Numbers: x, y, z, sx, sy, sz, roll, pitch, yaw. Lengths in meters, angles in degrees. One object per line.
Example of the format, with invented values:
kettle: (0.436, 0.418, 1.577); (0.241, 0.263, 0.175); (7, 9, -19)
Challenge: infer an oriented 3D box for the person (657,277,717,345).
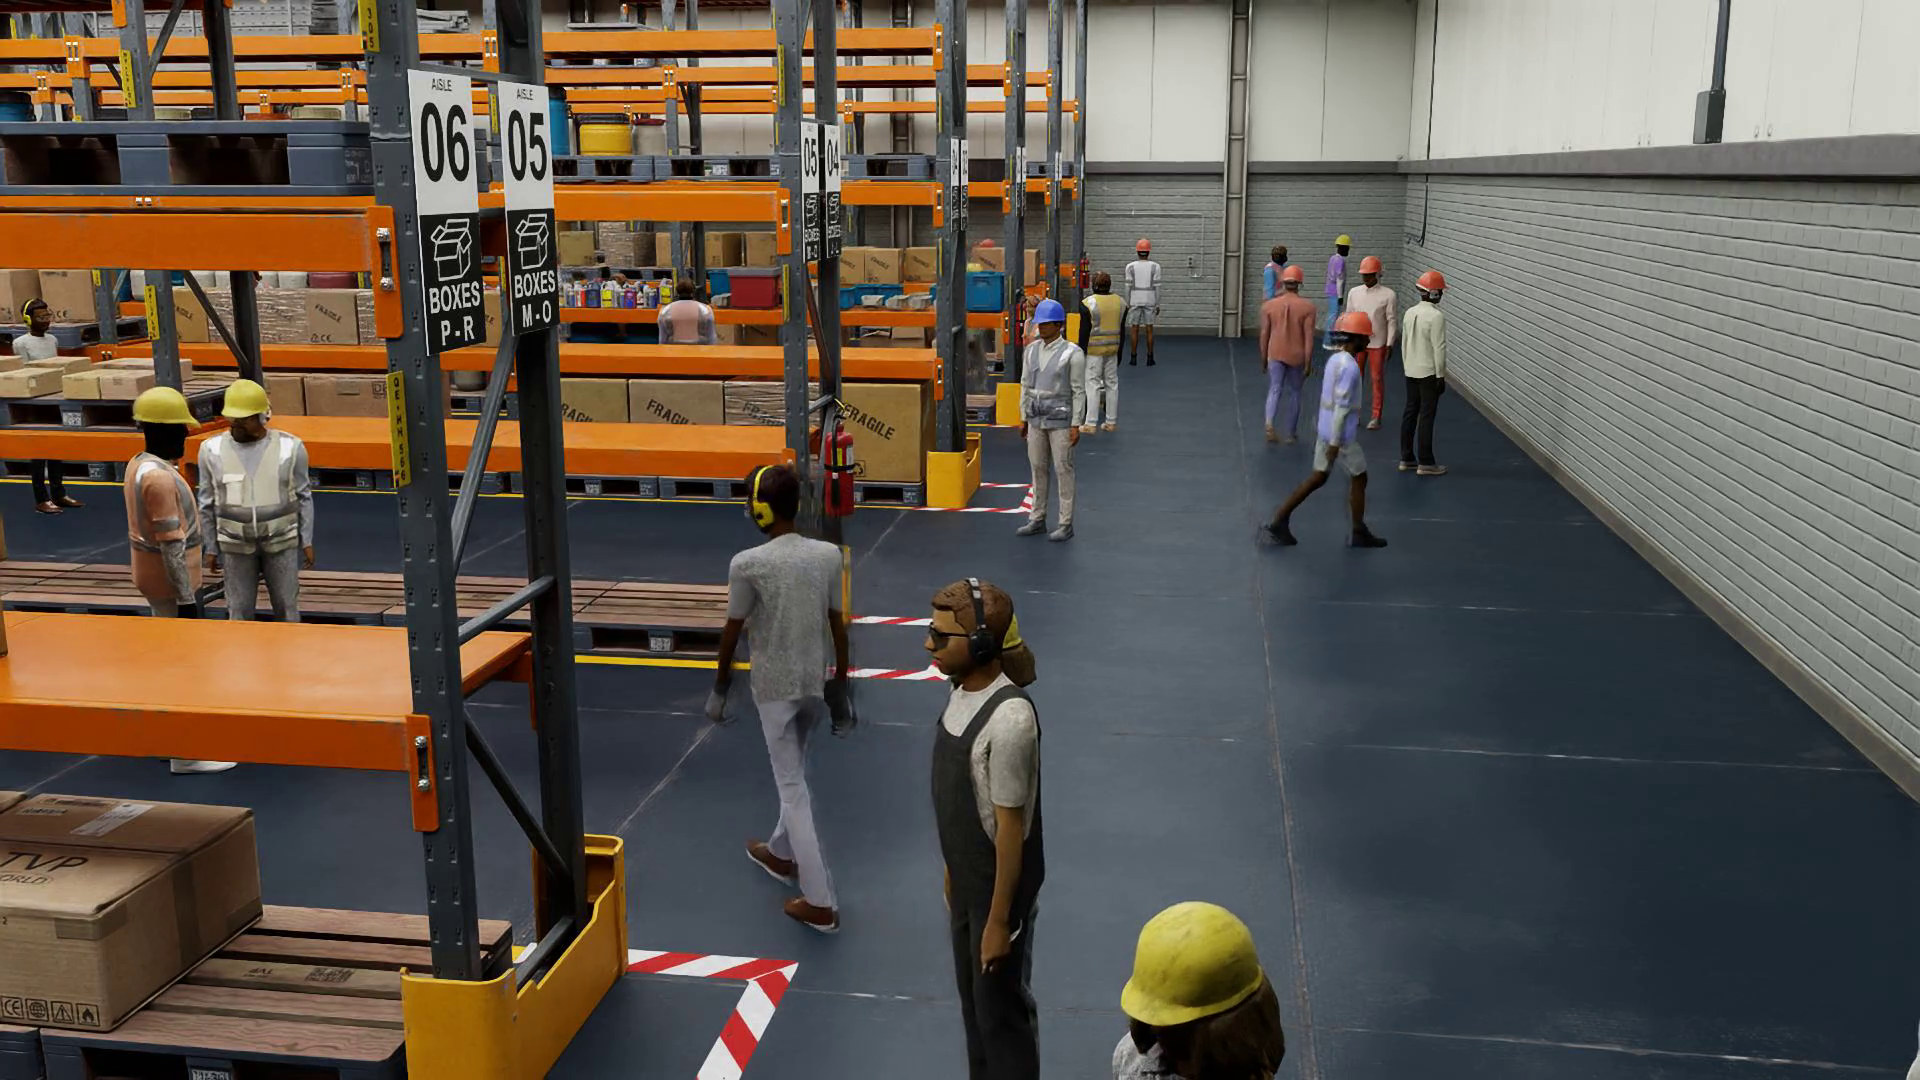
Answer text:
person: (-2.905, -1.887, 17.848); (0.622, 1.843, 0.429); (0, 12, -2)

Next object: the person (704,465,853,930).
person: (-0.758, 0.599, 6.681); (0.483, 1.823, 0.877); (-11, 17, -41)

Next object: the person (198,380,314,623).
person: (-3.933, 0.005, 9.343); (0.591, 1.824, 0.404); (-4, 13, -19)

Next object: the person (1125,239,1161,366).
person: (2.812, -3.652, 25.581); (0.548, 1.942, 0.347); (2, 13, 8)

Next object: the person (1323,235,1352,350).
person: (6.340, -4.141, 27.874); (0.421, 1.914, 0.602); (1, 13, 5)

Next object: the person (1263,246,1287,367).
person: (4.852, -3.567, 25.430); (0.429, 1.845, 0.621); (7, 14, 29)

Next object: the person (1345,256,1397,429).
person: (4.737, -2.289, 19.317); (0.623, 1.989, 0.400); (9, 15, 36)

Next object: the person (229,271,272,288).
person: (-8.014, -2.209, 18.846); (0.674, 2.000, 0.535); (-4, 13, -15)

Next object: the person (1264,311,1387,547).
person: (2.898, -0.858, 13.119); (0.952, 1.892, 0.545); (-1, 13, -6)

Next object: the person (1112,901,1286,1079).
person: (0.402, 1.456, 2.982); (0.302, 1.741, 0.485); (-10, 16, -38)

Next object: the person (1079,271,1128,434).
person: (1.593, -2.134, 18.960); (0.633, 1.843, 0.429); (-7, 15, -30)

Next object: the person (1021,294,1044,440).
person: (0.857, -1.889, 18.338); (0.313, 1.631, 0.525); (-7, 14, -30)

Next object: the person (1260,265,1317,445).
person: (3.540, -1.997, 18.085); (0.610, 1.968, 0.858); (6, 14, 24)

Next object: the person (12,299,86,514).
person: (-7.978, -1.168, 14.532); (0.319, 1.870, 0.532); (2, 13, 7)

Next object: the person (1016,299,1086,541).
person: (0.730, -0.967, 13.445); (0.615, 1.946, 0.391); (10, 16, 39)

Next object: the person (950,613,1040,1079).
person: (0.082, 1.010, 5.010); (0.321, 1.736, 0.484); (-1, 13, -3)

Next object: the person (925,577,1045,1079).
person: (0.060, 1.006, 4.806); (0.348, 1.842, 0.510); (-4, 13, -16)

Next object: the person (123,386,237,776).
person: (-3.880, 0.203, 8.214); (0.365, 1.927, 0.587); (-9, 15, -34)

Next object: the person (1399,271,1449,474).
person: (4.594, -1.649, 16.421); (0.377, 1.995, 0.608); (-5, 13, -21)
